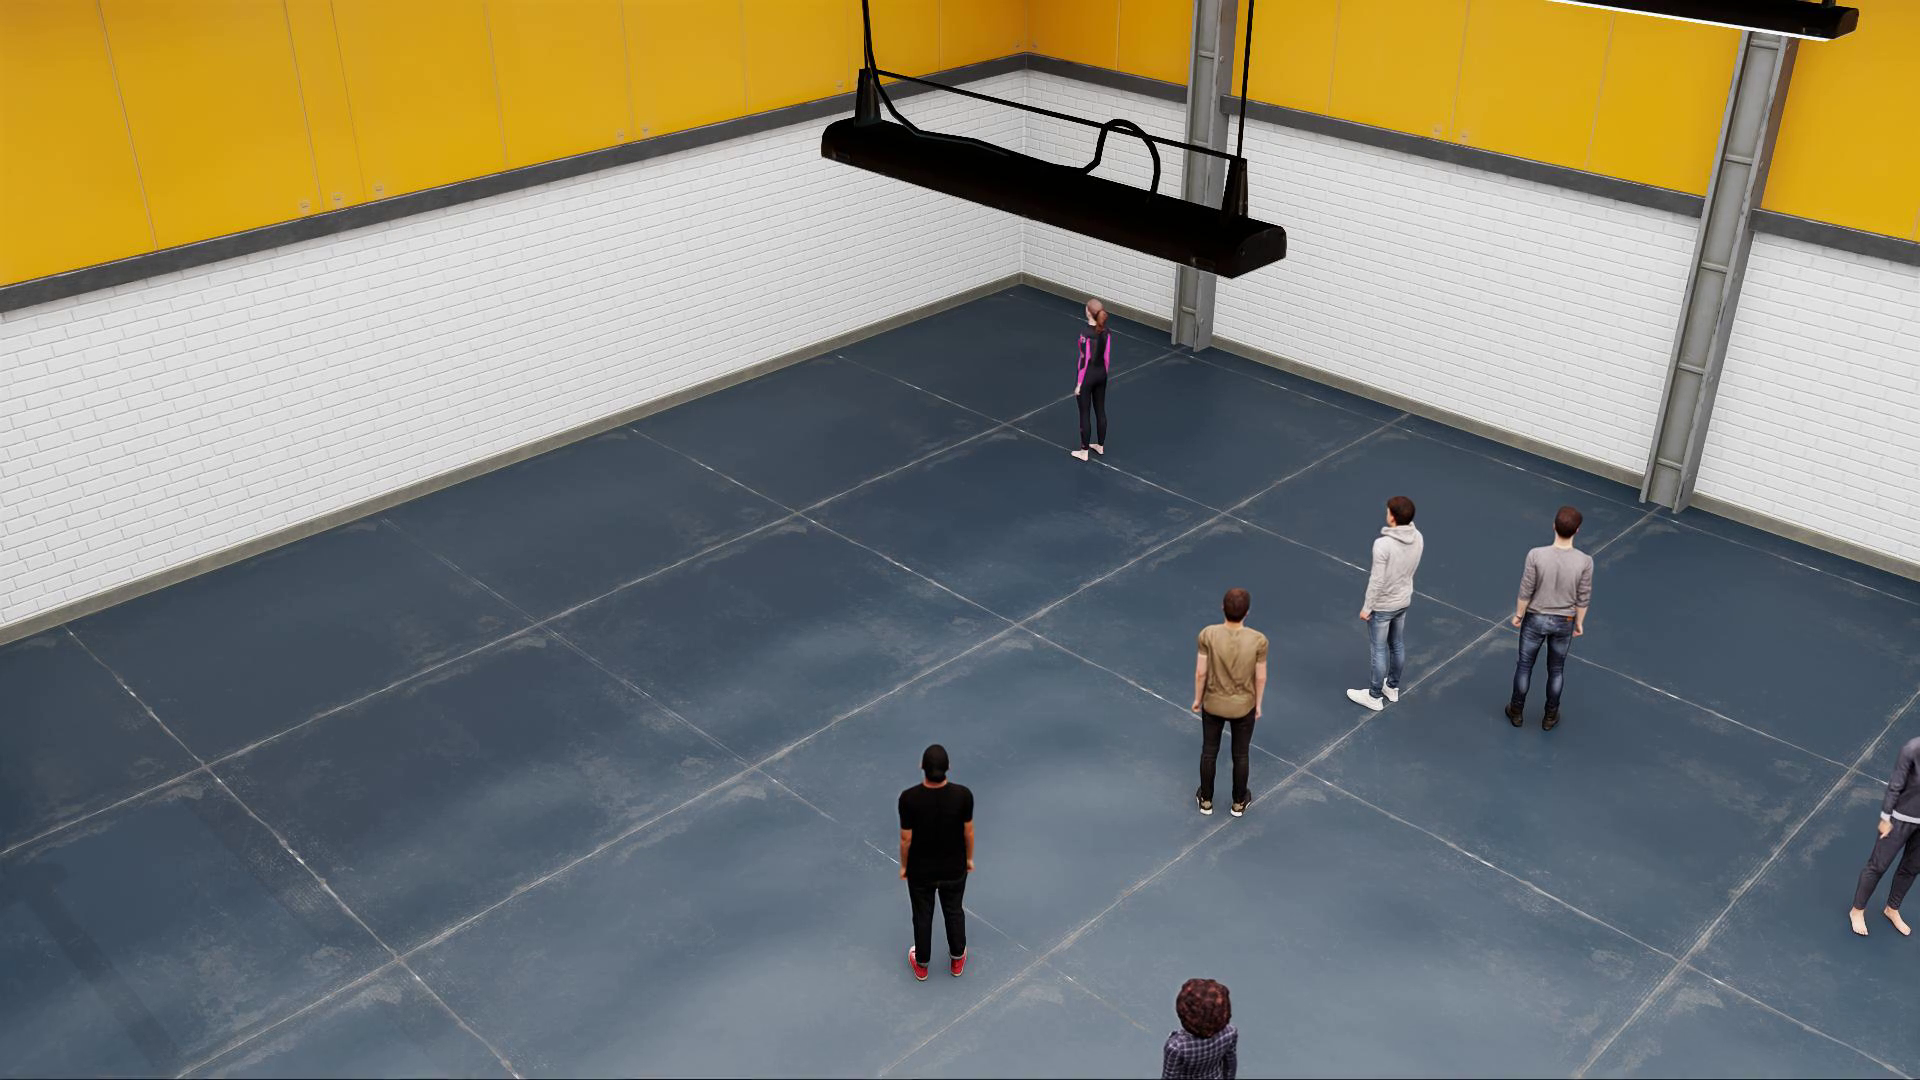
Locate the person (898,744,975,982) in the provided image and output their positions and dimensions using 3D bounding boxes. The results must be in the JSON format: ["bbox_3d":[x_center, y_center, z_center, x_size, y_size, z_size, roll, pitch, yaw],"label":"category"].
[{"bbox_3d":[-0.148,2.028,10.479,0.726,1.758,0.759,-4,29,-7],"label":"person"}]

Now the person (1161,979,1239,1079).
[{"bbox_3d":[1.242,2.977,8.798,0.690,1.703,0.681,-11,30,-19],"label":"person"}]

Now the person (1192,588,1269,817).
[{"bbox_3d":[1.929,1.168,11.959,0.699,1.851,0.814,7,29,12],"label":"person"}]

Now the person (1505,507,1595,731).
[{"bbox_3d":[4.575,0.621,12.908,0.714,1.904,0.833,7,29,13],"label":"person"}]

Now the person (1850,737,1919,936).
[{"bbox_3d":[6.230,1.810,10.870,0.679,1.767,0.737,0,29,-1],"label":"person"}]

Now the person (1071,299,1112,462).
[{"bbox_3d":[1.373,-1.675,17.274,0.585,1.752,0.604,-20,34,-31],"label":"person"}]

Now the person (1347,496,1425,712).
[{"bbox_3d":[3.414,0.494,13.192,0.689,1.853,0.597,-21,35,-33],"label":"person"}]
